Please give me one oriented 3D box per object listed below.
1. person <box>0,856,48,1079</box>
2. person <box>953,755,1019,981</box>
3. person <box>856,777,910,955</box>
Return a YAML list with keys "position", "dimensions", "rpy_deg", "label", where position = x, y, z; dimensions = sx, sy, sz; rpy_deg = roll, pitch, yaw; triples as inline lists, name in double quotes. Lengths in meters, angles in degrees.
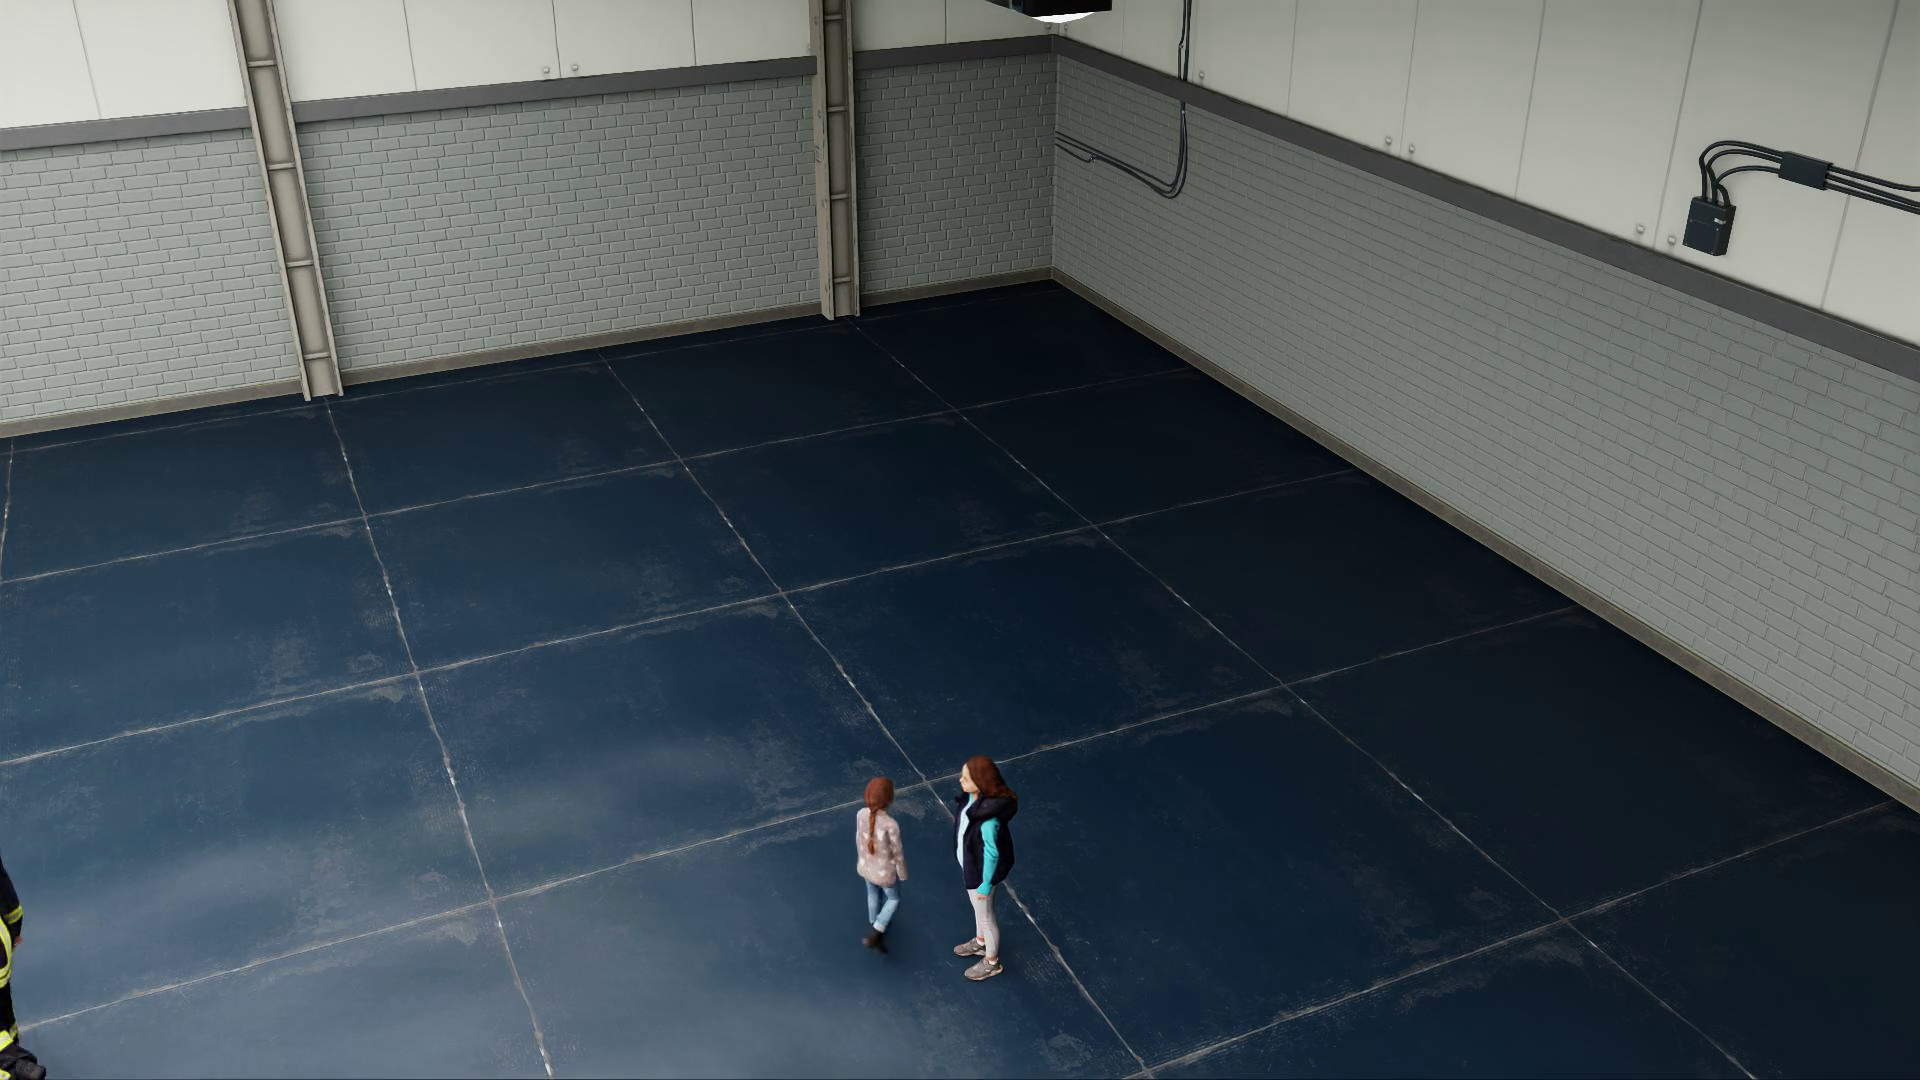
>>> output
- position: [-5.146, 2.147, 8.643]
  dimensions: [1.159, 1.910, 1.160]
  rpy_deg: [17, 32, 29]
  label: "person"
- position: [0.126, 1.877, 9.617]
  dimensions: [0.623, 1.499, 0.616]
  rpy_deg: [-7, 28, -13]
  label: "person"
- position: [-0.483, 1.939, 9.837]
  dimensions: [0.632, 1.187, 0.702]
  rpy_deg: [16, 31, 28]
  label: "person"
